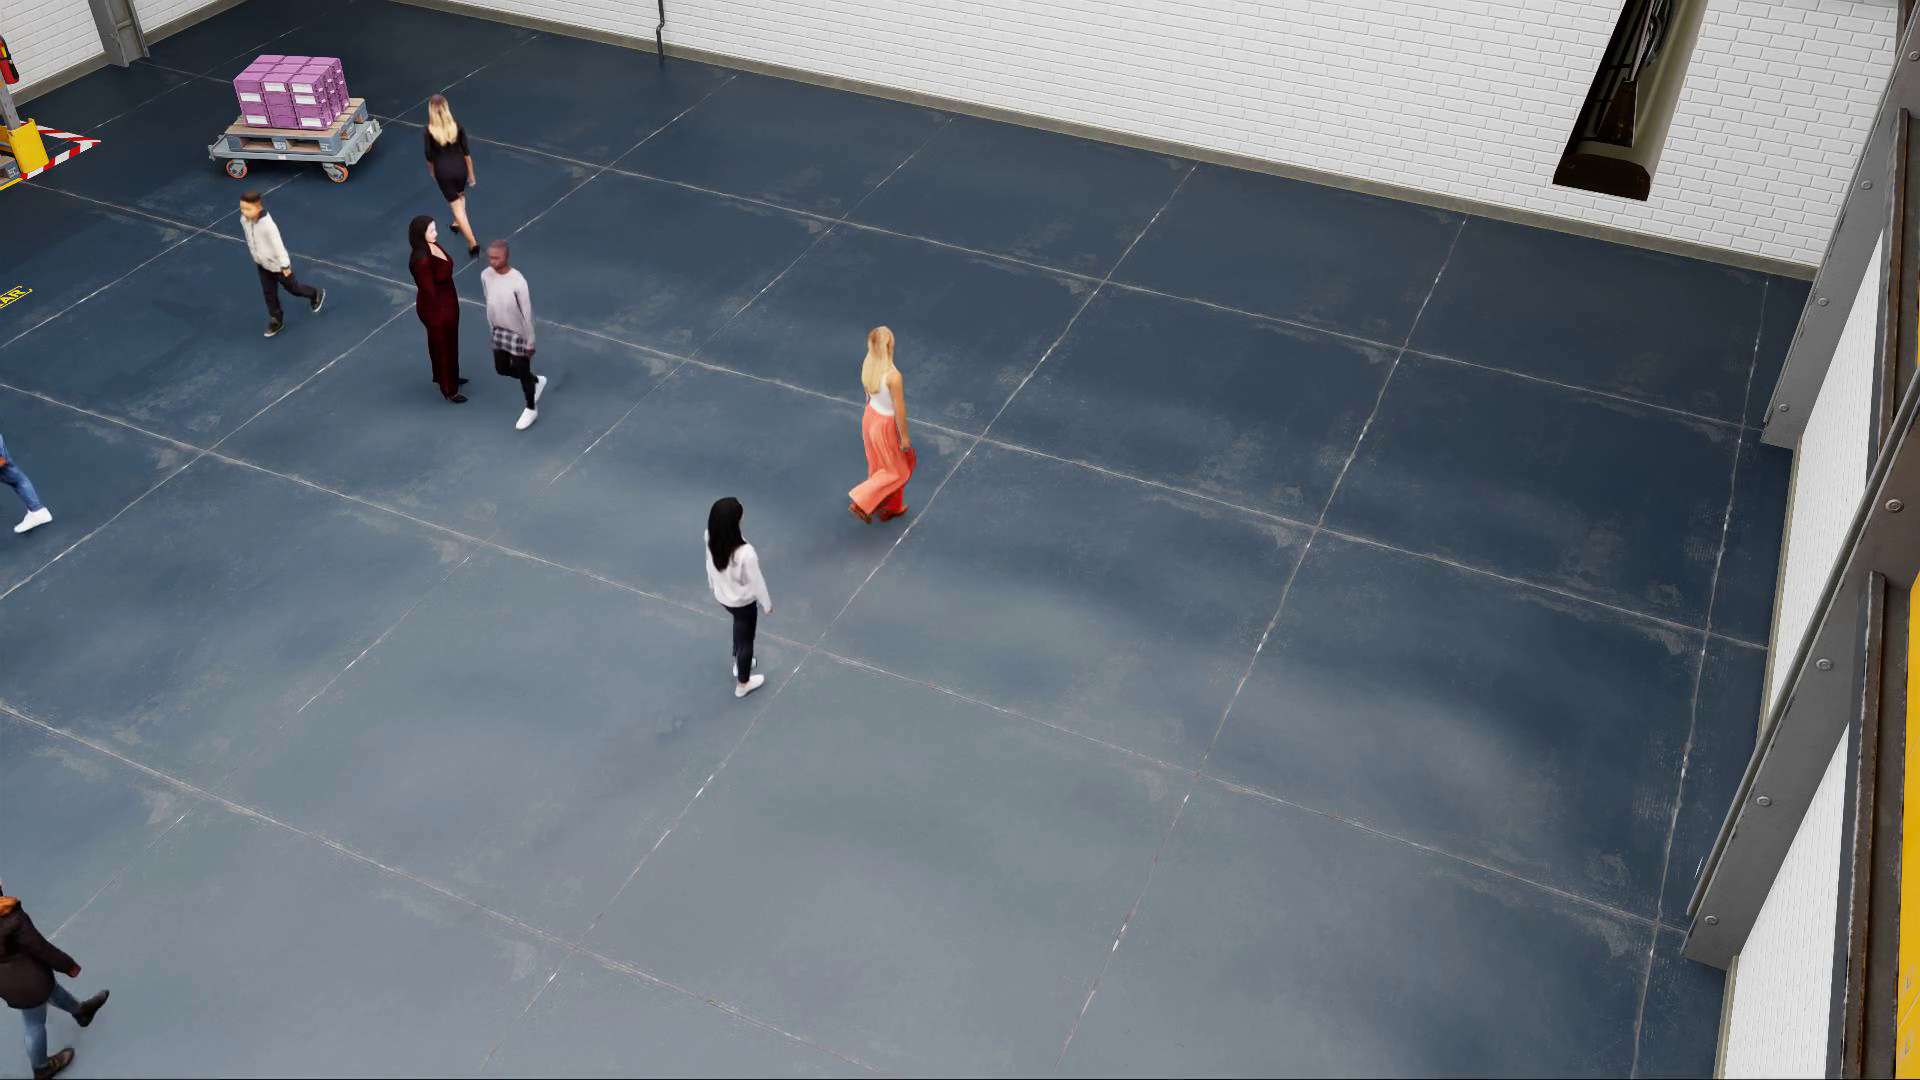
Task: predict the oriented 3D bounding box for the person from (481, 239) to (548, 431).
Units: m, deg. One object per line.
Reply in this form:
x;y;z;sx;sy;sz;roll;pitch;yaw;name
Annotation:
-3.763;-1.816;14.221;0.615;1.762;0.729;17;42;20;person

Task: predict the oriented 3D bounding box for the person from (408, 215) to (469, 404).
-4.561;-2.024;14.489;0.826;1.753;0.739;-7;39;-9;person

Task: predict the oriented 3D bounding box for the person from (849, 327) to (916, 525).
-0.673;-0.823;12.956;0.933;1.790;0.839;-23;44;-26;person

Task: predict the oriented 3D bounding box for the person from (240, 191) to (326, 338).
-6.351;-2.632;15.511;0.628;1.427;0.894;19;43;23;person

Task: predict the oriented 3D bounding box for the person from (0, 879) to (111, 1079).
-5.176;2.407;9.056;0.655;1.610;0.860;14;41;17;person

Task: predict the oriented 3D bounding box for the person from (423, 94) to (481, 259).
-5.004;-3.555;16.495;0.953;1.641;0.889;-24;45;-27;person

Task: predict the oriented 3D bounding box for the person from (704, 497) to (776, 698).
-1.595;0.426;11.470;0.714;1.692;0.692;27;46;30;person
